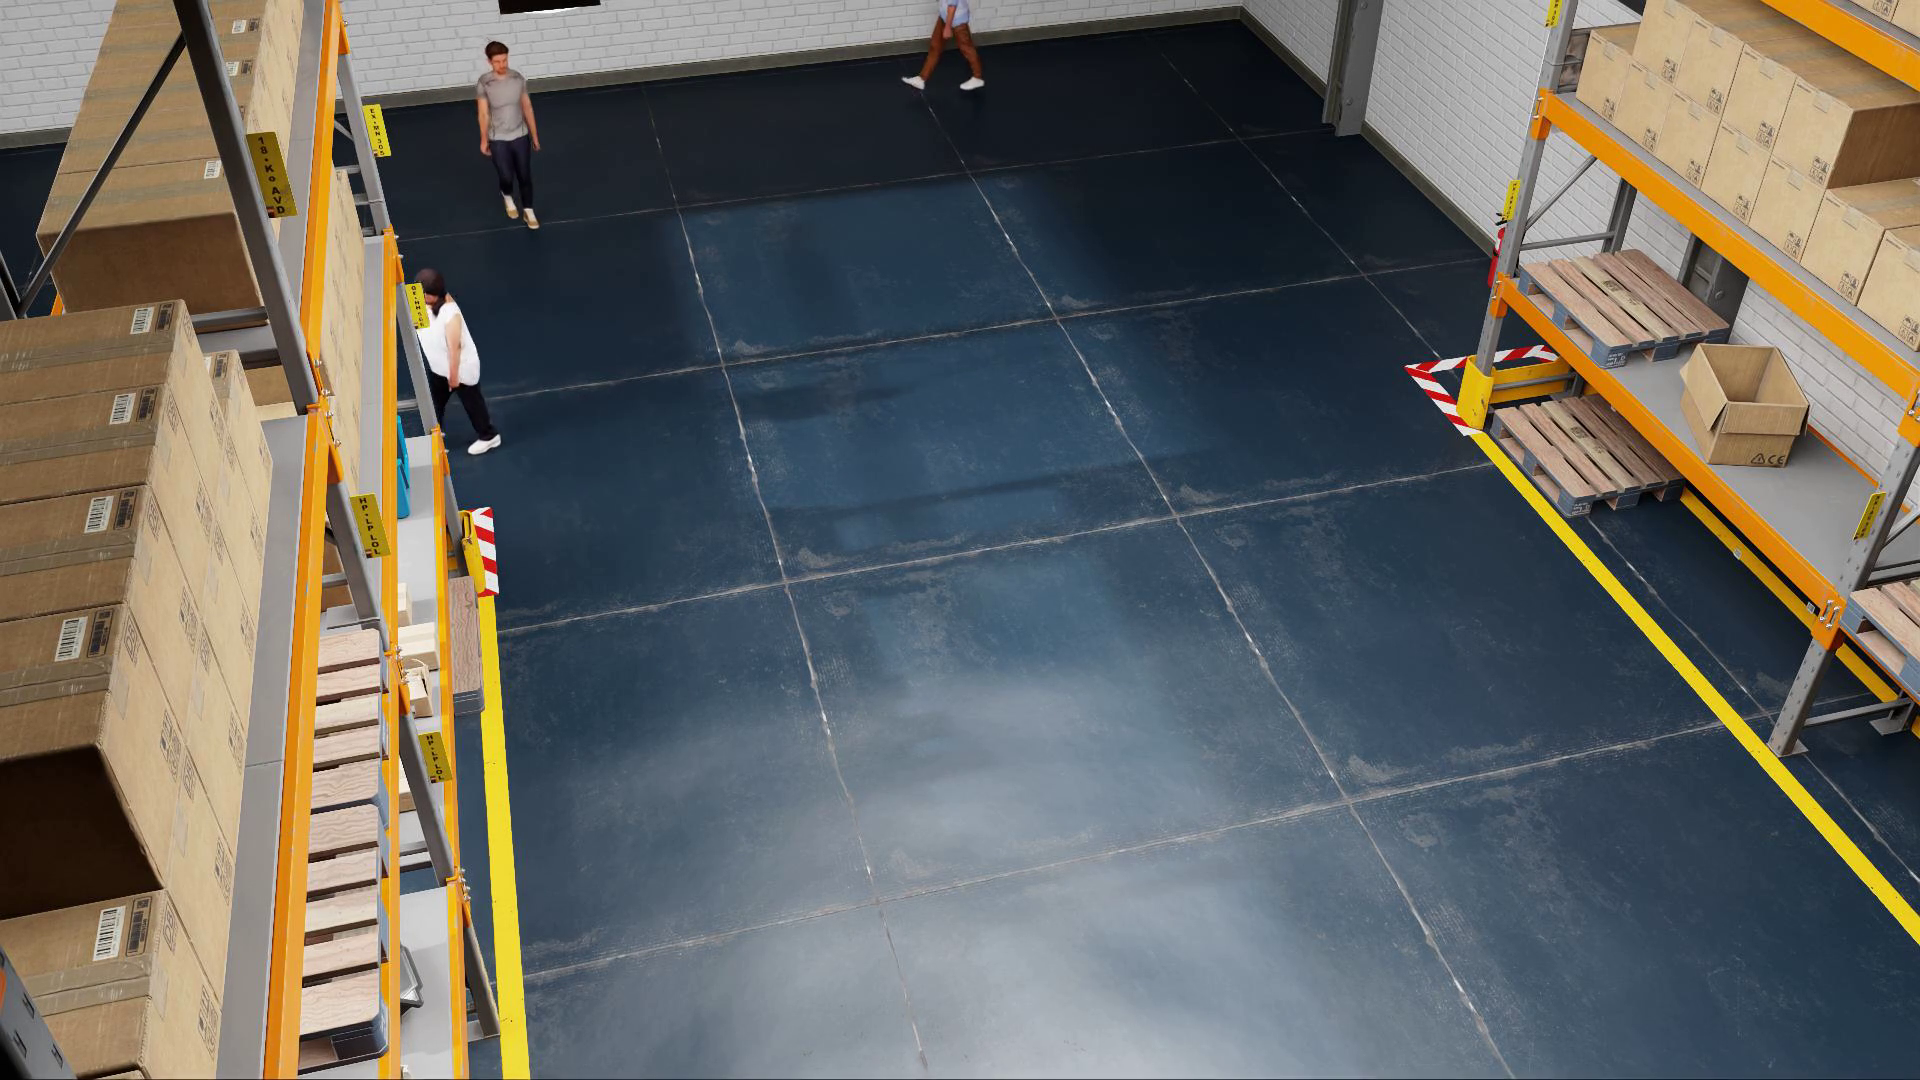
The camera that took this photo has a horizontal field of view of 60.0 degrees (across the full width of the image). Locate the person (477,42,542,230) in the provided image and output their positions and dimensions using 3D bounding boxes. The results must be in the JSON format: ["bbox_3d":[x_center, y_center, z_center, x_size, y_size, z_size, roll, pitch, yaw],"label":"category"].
[{"bbox_3d":[-4.284,-3.835,15.689,0.763,1.866,0.806,-19,42,-22],"label":"person"}]

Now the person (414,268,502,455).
[{"bbox_3d":[-3.841,-1.371,12.765,0.911,1.665,0.951,-23,44,-26],"label":"person"}]

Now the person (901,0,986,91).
[{"bbox_3d":[0.003,-5.722,18.130,0.828,1.770,1.137,-12,40,-15],"label":"person"}]
